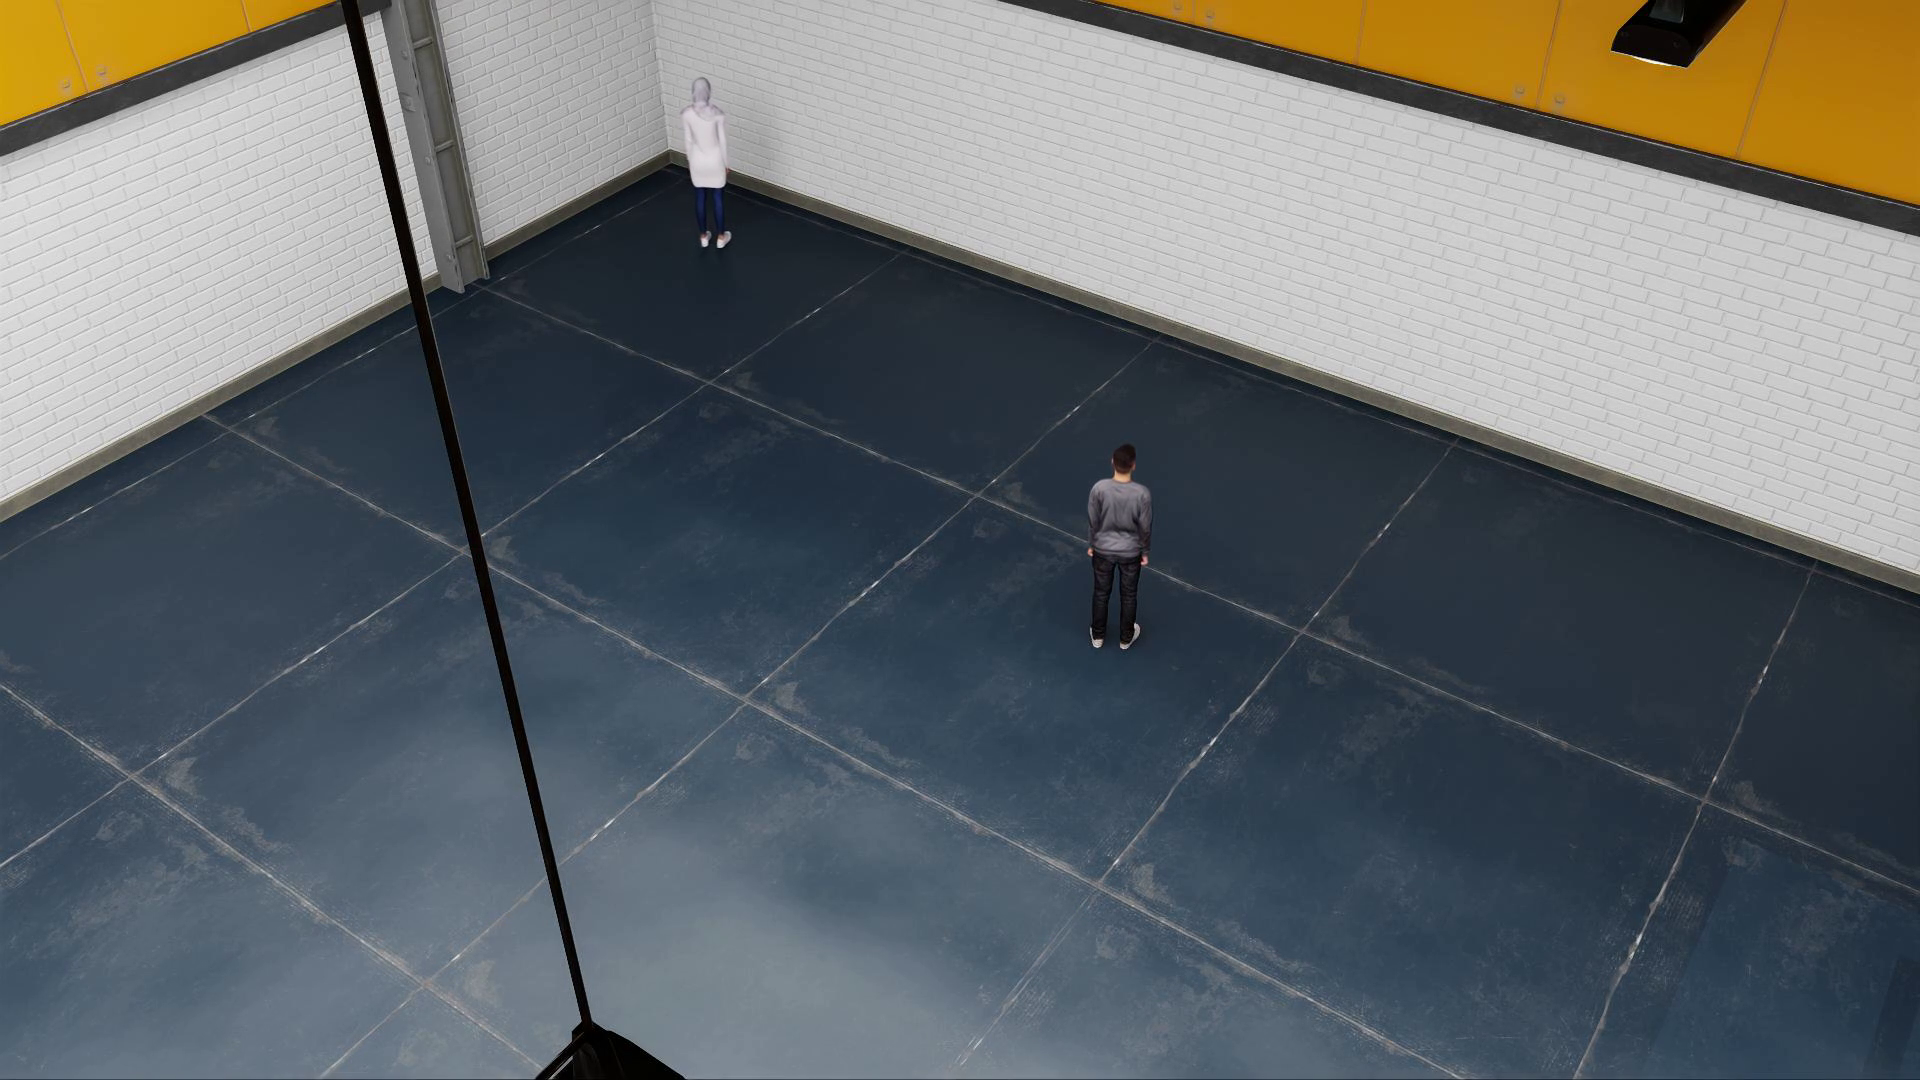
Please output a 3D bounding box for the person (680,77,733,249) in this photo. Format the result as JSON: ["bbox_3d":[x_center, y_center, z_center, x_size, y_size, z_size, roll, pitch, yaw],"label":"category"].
[{"bbox_3d":[-2.563,-3.813,16.865,0.694,1.772,0.699,5,39,6],"label":"person"}]

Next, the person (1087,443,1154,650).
[{"bbox_3d":[1.140,0.058,12.028,0.692,1.760,0.669,7,39,8],"label":"person"}]
